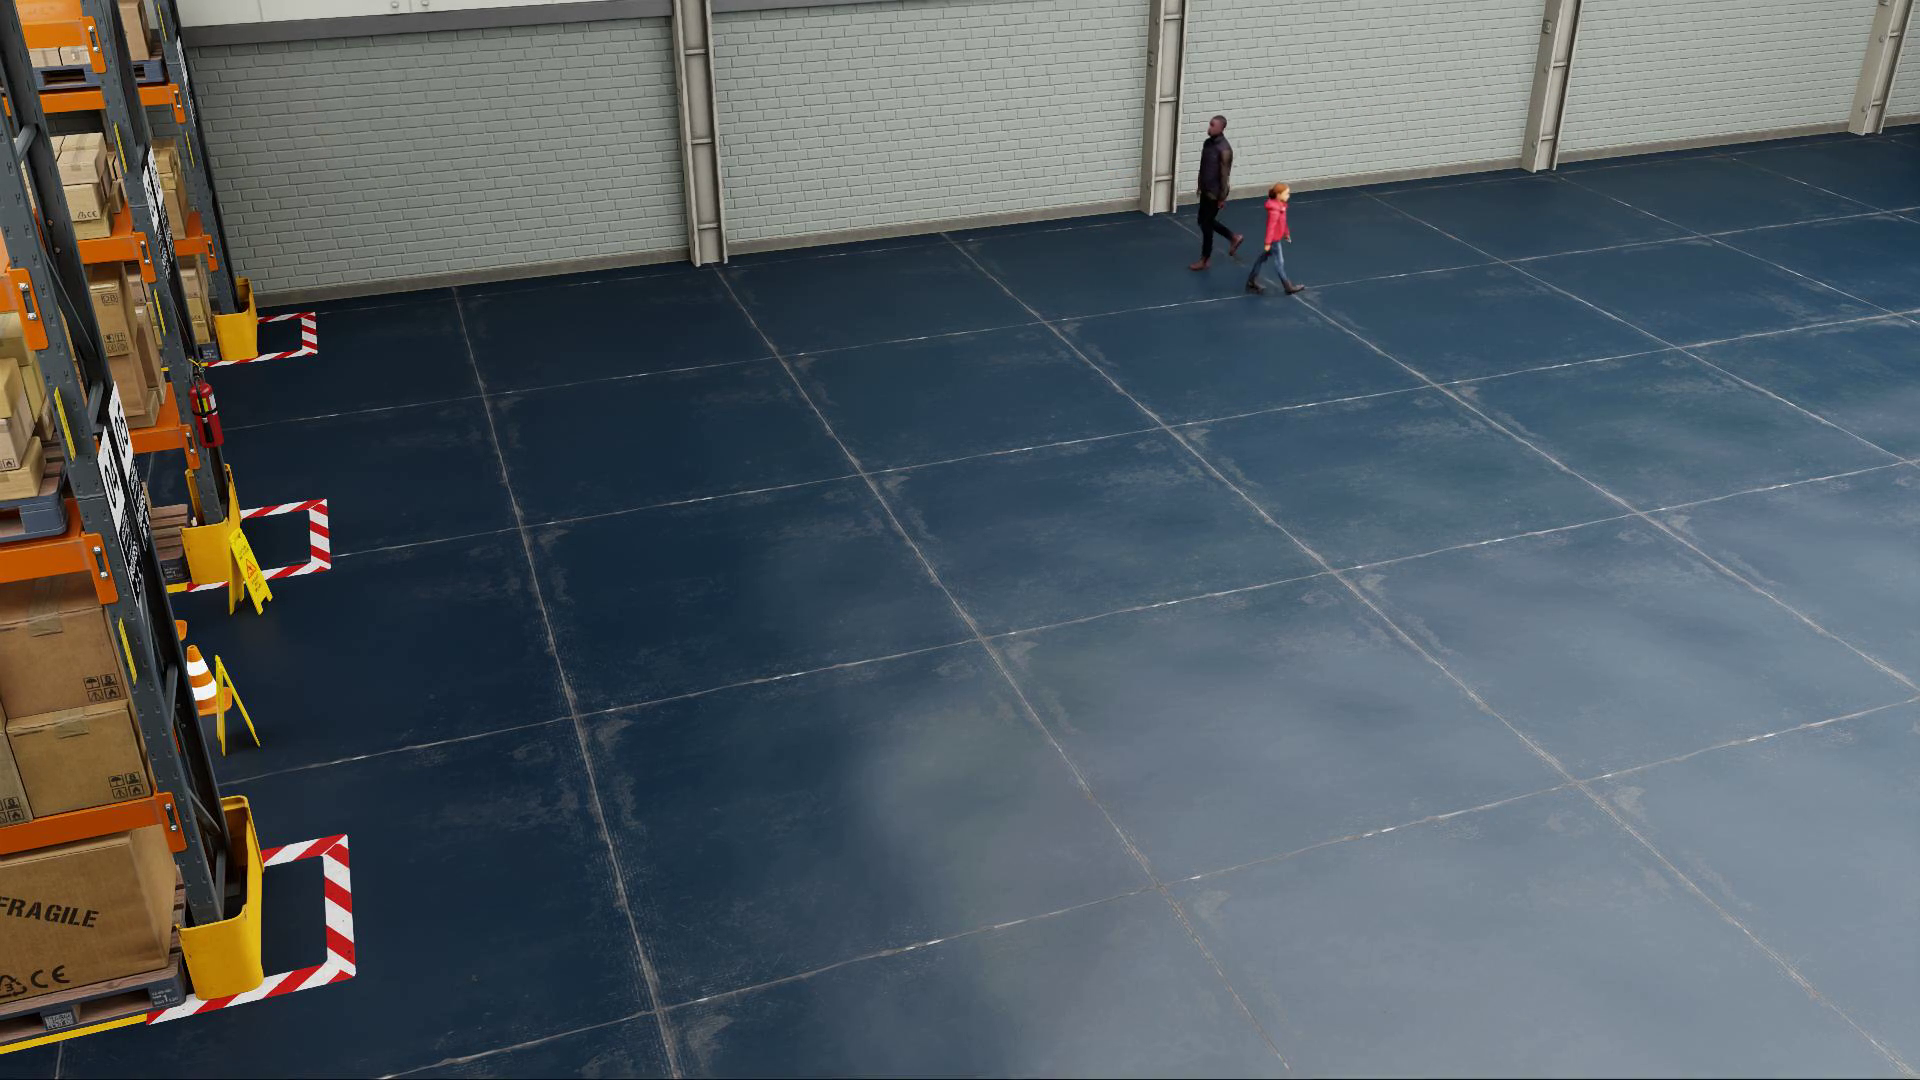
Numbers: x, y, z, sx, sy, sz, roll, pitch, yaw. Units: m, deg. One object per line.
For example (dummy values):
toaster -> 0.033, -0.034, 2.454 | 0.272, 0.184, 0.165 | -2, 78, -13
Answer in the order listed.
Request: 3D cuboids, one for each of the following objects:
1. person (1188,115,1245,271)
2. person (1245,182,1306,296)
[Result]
person -> 3.035, -4.061, 19.453 | 0.978, 1.817, 0.739 | -8, 29, -14
person -> 3.468, -3.391, 18.767 | 0.956, 1.278, 0.830 | 8, 29, 14
